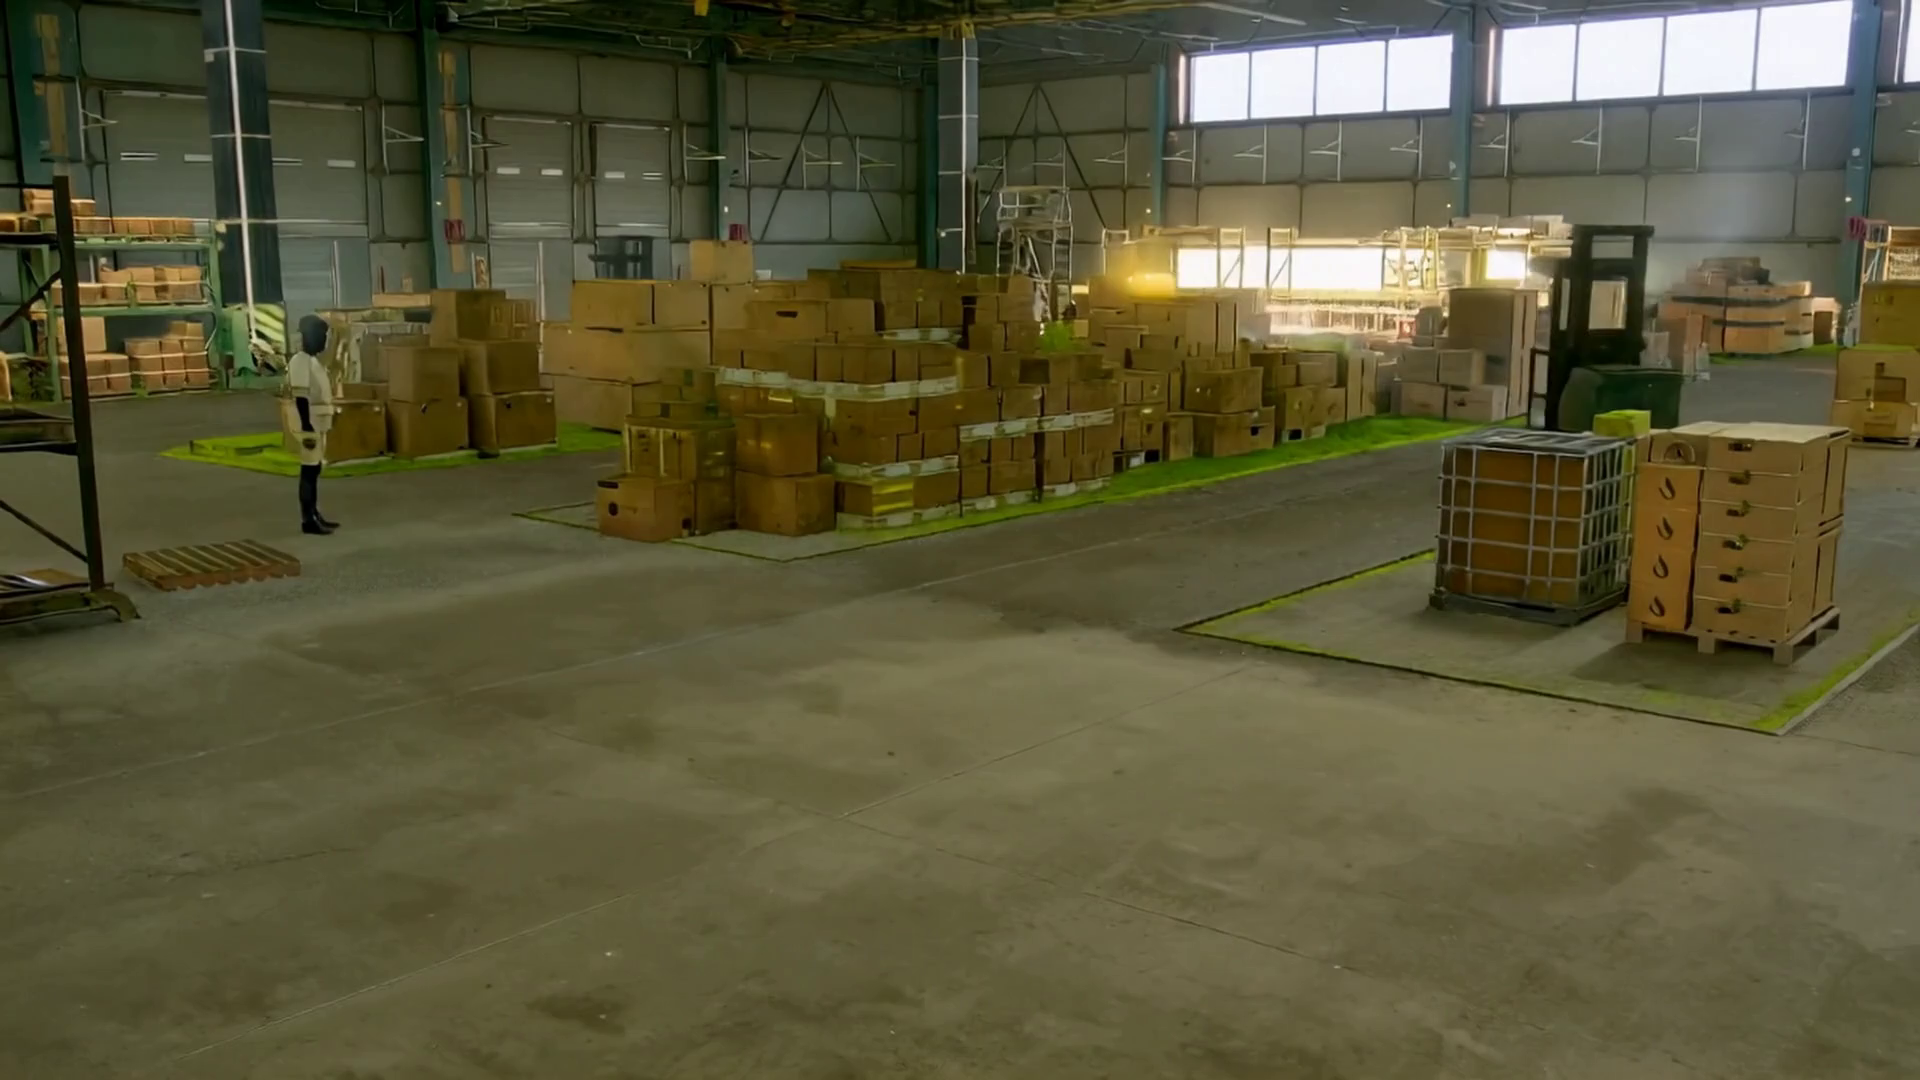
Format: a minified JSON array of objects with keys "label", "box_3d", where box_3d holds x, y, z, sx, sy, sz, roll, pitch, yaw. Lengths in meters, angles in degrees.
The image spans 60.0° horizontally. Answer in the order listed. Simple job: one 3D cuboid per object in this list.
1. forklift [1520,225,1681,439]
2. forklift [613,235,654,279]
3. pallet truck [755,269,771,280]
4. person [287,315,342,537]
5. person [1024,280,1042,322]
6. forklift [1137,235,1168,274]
[{"label":"forklift","box_3d":[8.001,-2.499,20.619,1.129,2.768,1.873,-2,10,-10]},{"label":"forklift","box_3d":[-7.295,-5.450,37.422,1.873,2.768,1.129,8,13,40]},{"label":"pallet truck","box_3d":[-4.996,-6.432,45.525,1.885,1.965,0.823,-6,12,-32]},{"label":"person","box_3d":[-5.733,-1.006,14.743,0.379,1.959,0.603,-2,10,-11]},{"label":"person","box_3d":[1.554,-5.040,37.961,1.027,1.892,0.634,5,11,24]},{"label":"forklift","box_3d":[4.362,-5.533,37.896,1.873,2.768,1.129,7,12,34]}]
